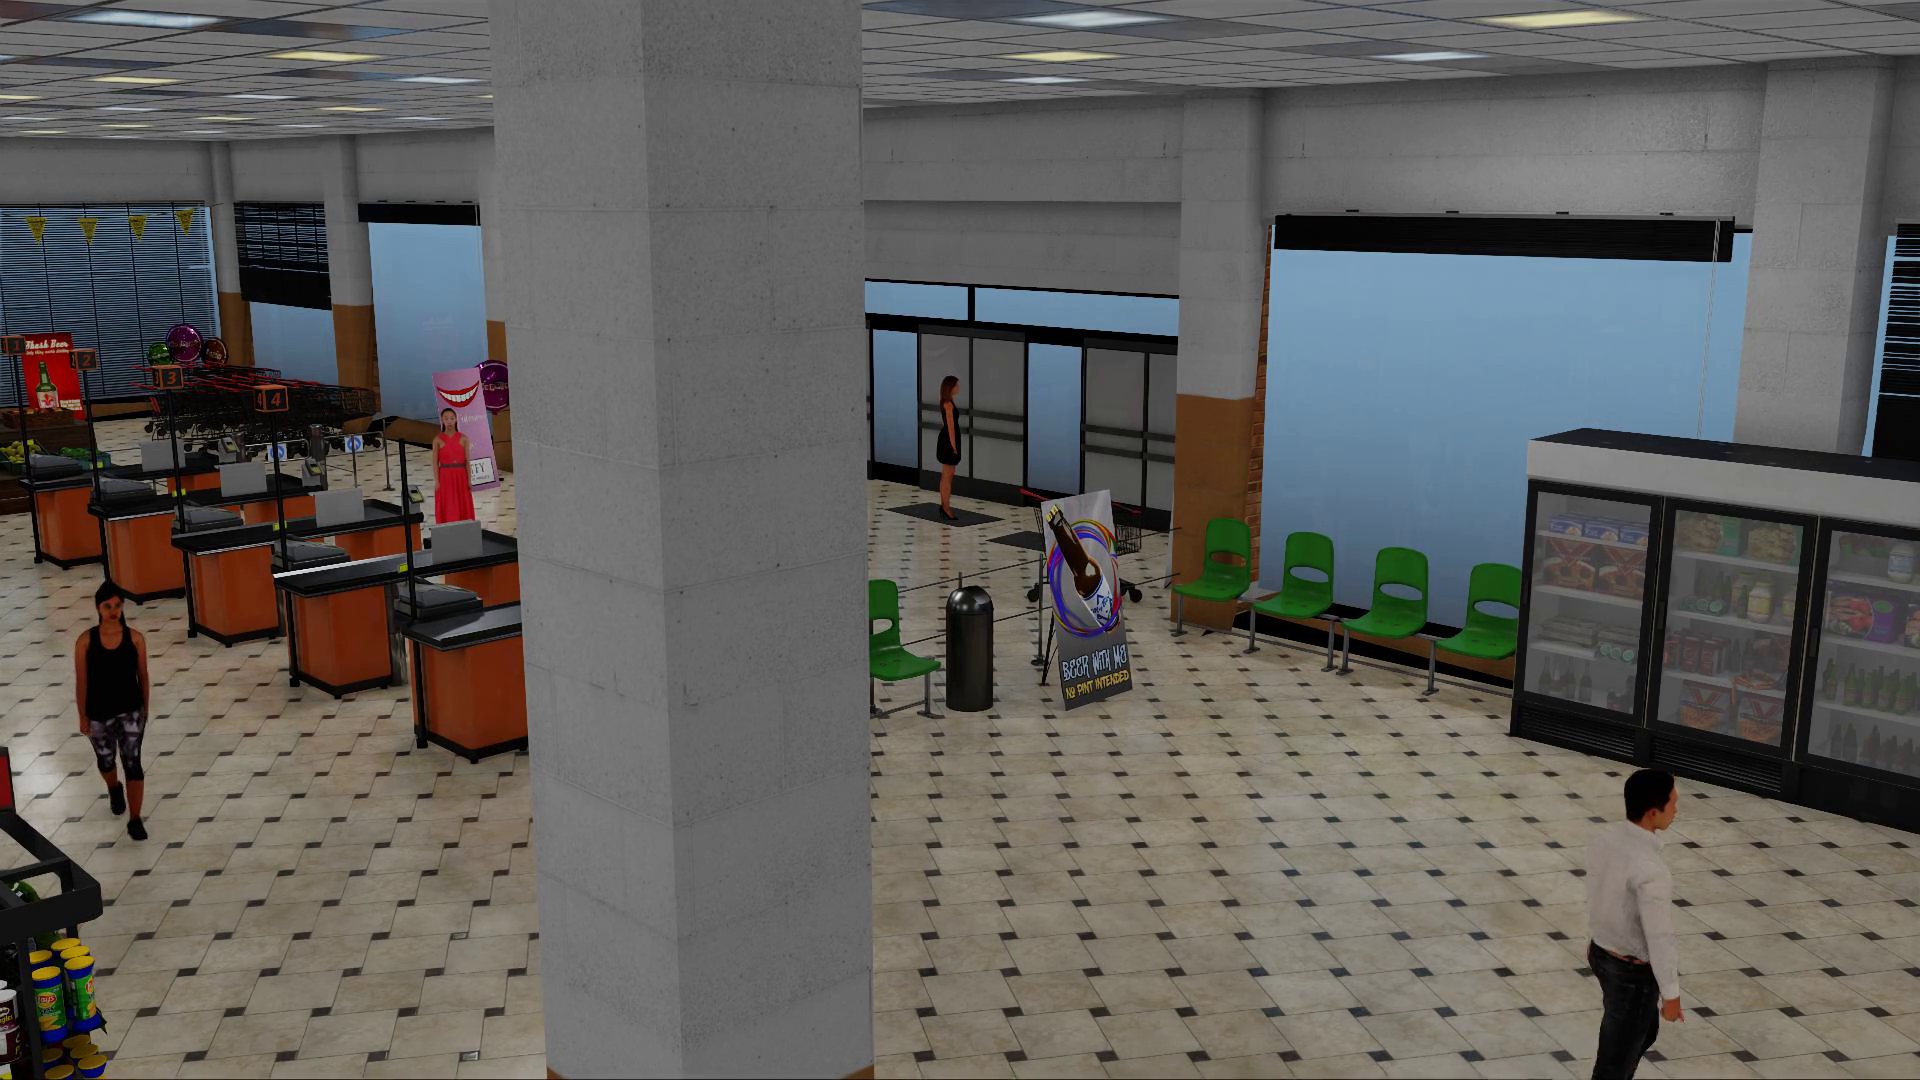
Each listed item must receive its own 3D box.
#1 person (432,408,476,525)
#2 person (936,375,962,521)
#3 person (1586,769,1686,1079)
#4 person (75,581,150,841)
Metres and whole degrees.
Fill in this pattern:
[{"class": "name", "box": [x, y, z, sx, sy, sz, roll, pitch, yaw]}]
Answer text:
[{"class": "person", "box": [-5.731, -0.637, 18.785, 0.598, 1.727, 0.735, -7, 14, -28]}, {"class": "person", "box": [-0.143, -1.164, 21.030, 0.699, 1.834, 0.664, -2, 12, -8]}, {"class": "person", "box": [2.705, 1.811, 6.977, 0.844, 1.802, 0.791, 0, 12, -2]}, {"class": "person", "box": [-5.514, 1.092, 10.806, 1.068, 1.633, 0.835, -7, 14, -29]}]
